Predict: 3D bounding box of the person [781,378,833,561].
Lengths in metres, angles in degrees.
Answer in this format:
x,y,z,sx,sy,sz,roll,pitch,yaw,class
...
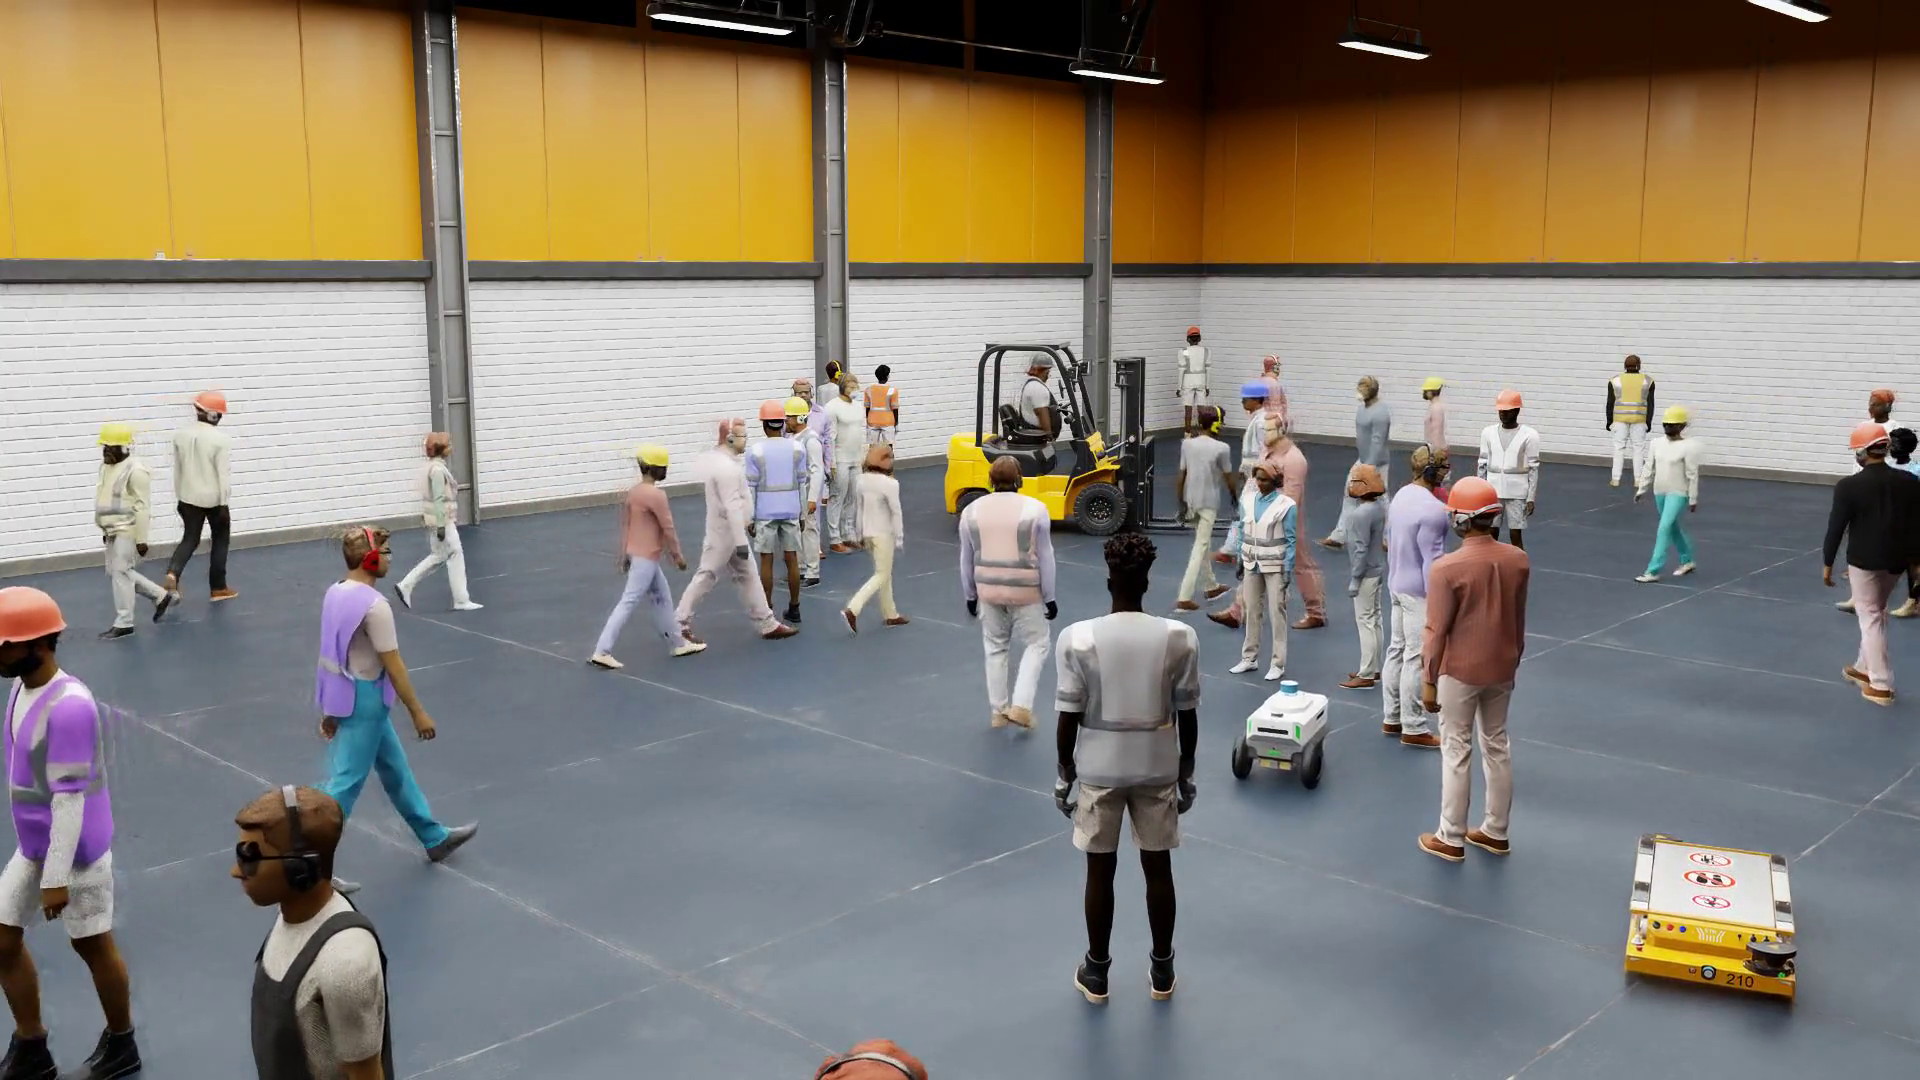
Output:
x,y,z,sx,sy,sz,roll,pitch,yaw,class
-1.629,-0.731,17.321,0.652,1.906,0.403,-4,10,-21,person

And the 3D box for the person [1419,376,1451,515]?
x,y,z,sx,sy,sz,roll,pitch,yaw,class
5.726,-1.101,20.066,0.438,1.756,0.534,2,9,12,person

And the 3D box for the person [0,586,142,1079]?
x,y,z,sx,sy,sz,roll,pitch,yaw,class
-3.339,1.115,5.963,0.587,1.911,0.713,8,12,41,person

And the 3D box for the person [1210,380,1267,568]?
x,y,z,sx,sy,sz,roll,pitch,yaw,class
2.921,-0.664,16.890,0.936,1.902,0.624,1,9,9,person

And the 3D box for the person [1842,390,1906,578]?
x,y,z,sx,sy,sz,roll,pitch,yaw,class
8.843,-0.514,16.073,0.369,1.876,0.594,-2,10,-13,person

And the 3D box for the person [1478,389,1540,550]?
x,y,z,sx,sy,sz,roll,pitch,yaw,class
5.045,-0.431,15.383,0.550,1.935,0.376,7,11,35,person

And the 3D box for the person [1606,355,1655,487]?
x,y,z,sx,sy,sz,roll,pitch,yaw,class
9.348,-1.662,23.236,0.624,1.840,0.430,3,10,19,person

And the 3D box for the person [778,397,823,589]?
x,y,z,sx,sy,sz,roll,pitch,yaw,class
-1.529,-0.449,15.812,0.403,1.830,0.600,-6,11,-31,person

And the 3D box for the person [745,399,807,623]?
x,y,z,sx,sy,sz,roll,pitch,yaw,class
-1.577,-0.235,14.229,0.540,1.930,0.385,-3,10,-19,person

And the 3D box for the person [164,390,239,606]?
x,y,z,sx,sy,sz,roll,pitch,yaw,class
-6.855,-0.361,14.935,0.620,1.953,0.862,2,10,13,person

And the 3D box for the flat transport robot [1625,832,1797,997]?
x,y,z,sx,sy,sz,roll,pitch,yaw,class
3.429,1.669,7.603,0.652,0.197,1.431,4,10,24,flat transport robot

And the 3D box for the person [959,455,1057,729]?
x,y,z,sx,sy,sz,roll,pitch,yaw,class
0.326,0.354,10.893,0.667,1.831,0.481,4,10,23,person

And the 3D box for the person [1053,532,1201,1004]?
x,y,z,sx,sy,sz,roll,pitch,yaw,class
0.686,0.942,6.877,0.609,1.964,0.367,0,9,-3,person

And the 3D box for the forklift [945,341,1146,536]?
x,y,z,sx,sy,sz,roll,pitch,yaw,class
0.977,-1.223,19.452,2.313,2.155,1.214,2,9,11,forklift

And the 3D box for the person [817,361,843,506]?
x,y,z,sx,sy,sz,roll,pitch,yaw,class
-1.606,-1.356,21.266,0.538,1.869,0.313,7,12,38,person

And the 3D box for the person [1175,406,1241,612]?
x,y,z,sx,sy,sz,roll,pitch,yaw,class
2.257,-0.291,14.873,0.939,1.818,0.501,-8,12,-41,person

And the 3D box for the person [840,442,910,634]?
x,y,z,sx,sy,sz,roll,pitch,yaw,class
-0.707,-0.021,13.877,0.745,1.606,0.510,-8,12,-40,person

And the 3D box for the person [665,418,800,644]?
x,y,z,sx,sy,sz,roll,pitch,yaw,class
-1.892,-0.064,13.427,1.075,1.855,0.645,-1,9,-5,person

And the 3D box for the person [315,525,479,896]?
x,y,z,sx,sy,sz,roll,pitch,yaw,class
-2.856,0.819,8.163,0.982,1.792,0.574,-7,11,-36,person

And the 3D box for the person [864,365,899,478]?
x,y,z,sx,sy,sz,roll,pitch,yaw,class
-1.098,-1.621,23.439,0.532,1.691,0.318,3,10,16,person

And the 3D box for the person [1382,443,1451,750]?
x,y,z,sx,sy,sz,roll,pitch,yaw,class
2.914,0.350,10.590,0.369,1.938,0.630,-1,9,-7,person

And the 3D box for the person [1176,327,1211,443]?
x,y,z,sx,sy,sz,roll,pitch,yaw,class
4.046,-2.677,28.860,0.605,2.034,0.389,-2,9,-11,person

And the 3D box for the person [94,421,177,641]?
x,y,z,sx,sy,sz,roll,pitch,yaw,class
-6.831,-0.093,13.701,0.600,1.806,0.592,8,12,40,person

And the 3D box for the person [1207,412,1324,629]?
x,y,z,sx,sy,sz,roll,pitch,yaw,class
2.635,-0.146,13.927,1.024,1.846,0.650,-3,10,-19,person

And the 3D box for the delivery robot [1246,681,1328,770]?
x,y,z,sx,sy,sz,roll,pitch,yaw,class
1.971,1.090,9.996,0.477,0.478,0.707,4,10,25,delivery robot

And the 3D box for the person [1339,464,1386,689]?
x,y,z,sx,sy,sz,roll,pitch,yaw,class
2.928,0.265,12.043,0.286,1.634,0.500,5,11,30,person

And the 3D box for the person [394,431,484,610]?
x,y,z,sx,sy,sz,roll,pitch,yaw,class
-4.637,-0.159,14.705,0.671,1.615,0.522,-5,10,-26,person

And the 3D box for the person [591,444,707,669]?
x,y,z,sx,sy,sz,roll,pitch,yaw,class
-2.420,0.121,12.730,0.975,1.706,0.506,-6,11,-31,person

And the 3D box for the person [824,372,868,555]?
x,y,z,sx,sy,sz,roll,pitch,yaw,class
-1.219,-0.825,17.801,0.371,1.939,0.627,6,11,32,person

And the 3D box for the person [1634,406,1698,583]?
x,y,z,sx,sy,sz,roll,pitch,yaw,class
6.949,-0.459,16.235,0.923,1.720,0.527,-4,10,-24,person

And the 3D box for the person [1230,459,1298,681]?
x,y,z,sx,sy,sz,roll,pitch,yaw,class
2.263,0.216,12.331,0.310,1.639,0.513,-9,13,-42,person

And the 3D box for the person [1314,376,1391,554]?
x,y,z,sx,sy,sz,roll,pitch,yaw,class
4.206,-0.775,17.585,0.929,1.901,0.661,-1,9,-9,person

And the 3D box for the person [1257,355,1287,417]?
x,y,z,sx,sy,sz,roll,pitch,yaw,class
4.098,-1.476,21.881,0.409,1.909,0.651,-2,9,-12,person

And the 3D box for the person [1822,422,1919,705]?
x,y,z,sx,sy,sz,roll,pitch,yaw,class
6.422,0.140,11.823,0.631,1.951,0.880,-1,9,-4,person

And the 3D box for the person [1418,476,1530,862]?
x,y,z,sx,sy,sz,roll,pitch,yaw,class
2.620,0.665,8.531,0.617,1.990,0.400,-4,10,-23,person

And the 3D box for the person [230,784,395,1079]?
x,y,z,sx,sy,sz,roll,pitch,yaw,class
-1.524,1.473,3.992,0.326,1.843,0.515,-7,11,-36,person

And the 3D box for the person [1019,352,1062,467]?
x,y,z,sx,sy,sz,roll,pitch,yaw,class
1.049,-1.340,20.642,0.778,2.000,0.692,0,9,1,person

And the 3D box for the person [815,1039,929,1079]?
x,y,z,sx,sy,sz,roll,pitch,yaw,class
-0.140,1.683,2.591,0.584,1.882,0.349,4,10,22,person

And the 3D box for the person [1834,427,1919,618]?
x,y,z,sx,sy,sz,roll,pitch,yaw,class
8.004,-0.134,14.360,0.793,1.660,0.557,-2,9,-11,person
